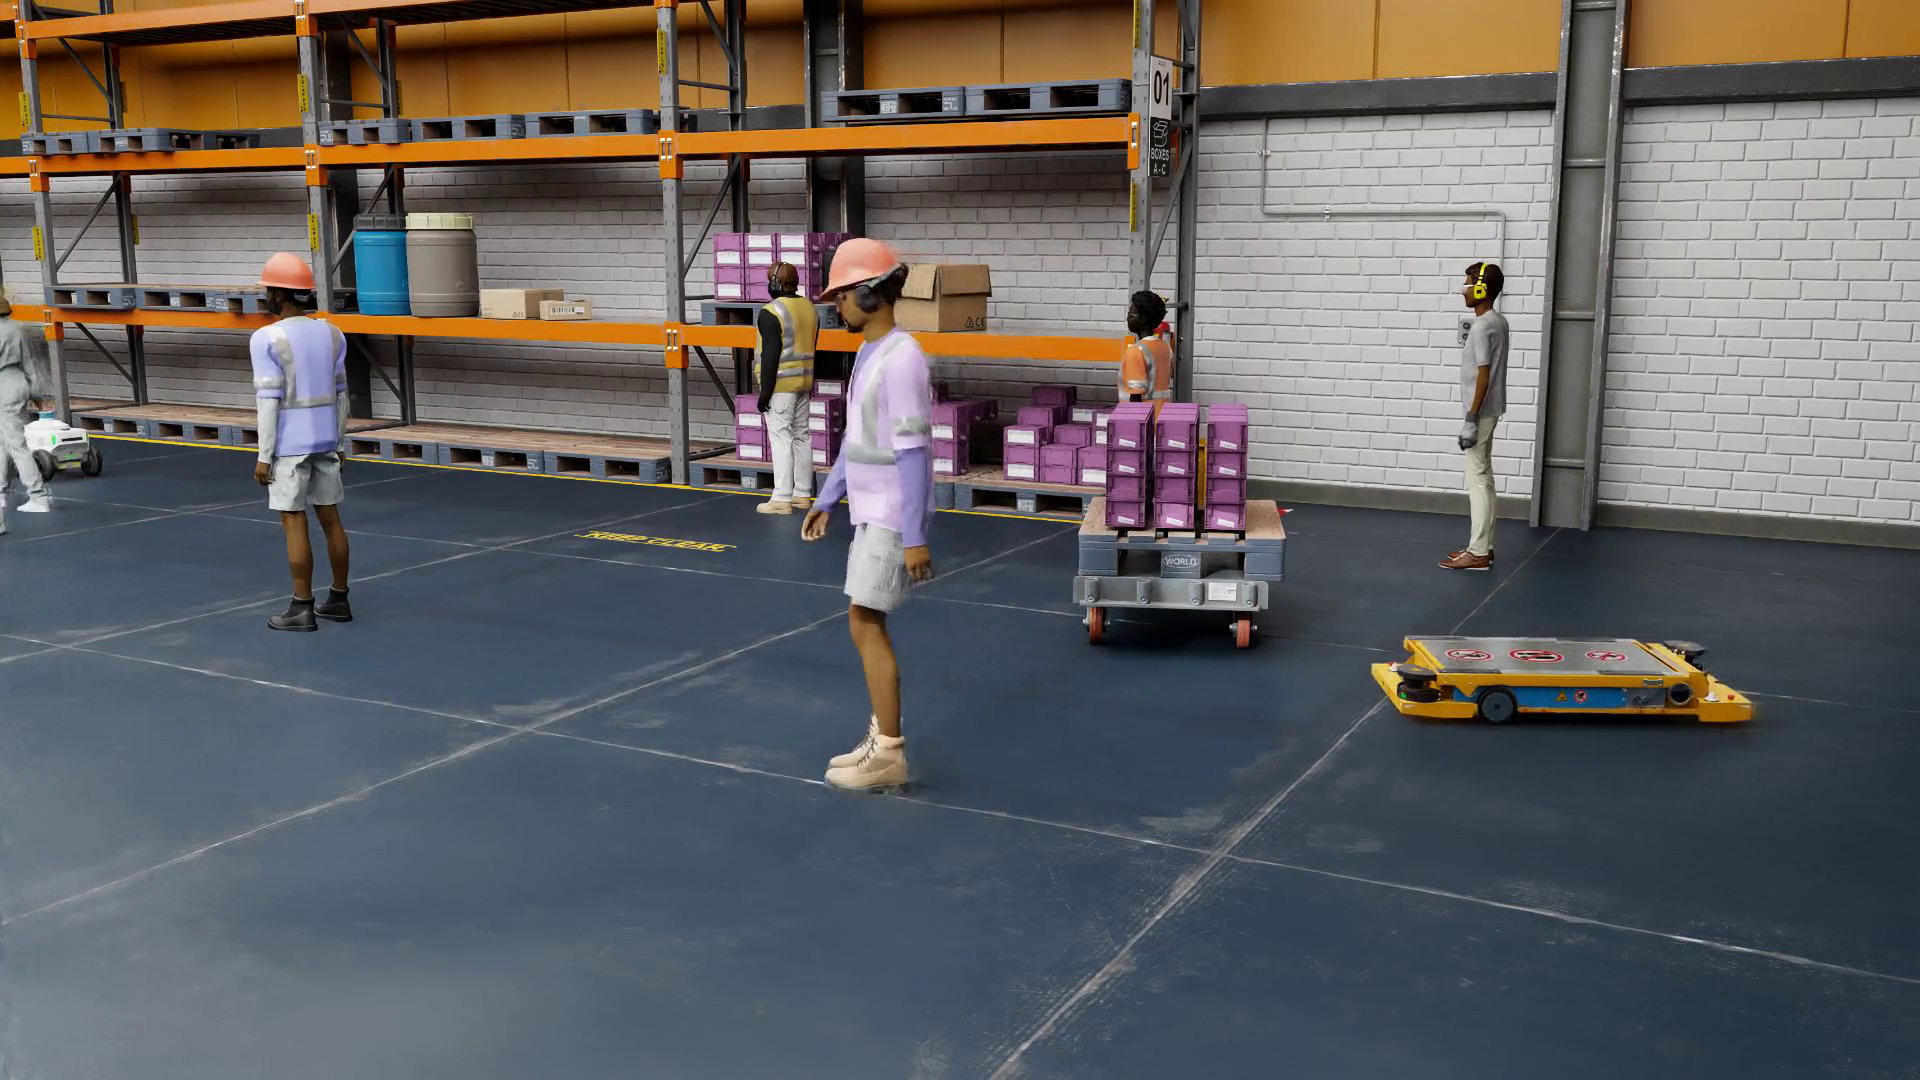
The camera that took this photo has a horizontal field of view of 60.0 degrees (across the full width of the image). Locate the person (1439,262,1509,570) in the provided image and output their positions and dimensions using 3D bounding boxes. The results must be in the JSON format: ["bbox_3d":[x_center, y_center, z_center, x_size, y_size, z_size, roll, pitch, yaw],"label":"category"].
[{"bbox_3d":[3.154,-0.750,10.153,0.322,1.871,0.531,5,12,27],"label":"person"}]

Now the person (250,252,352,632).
[{"bbox_3d":[-3.400,-0.497,8.569,0.345,1.942,0.551,5,12,27],"label":"person"}]

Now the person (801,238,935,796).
[{"bbox_3d":[-0.346,-0.089,6.135,0.496,2.007,0.648,-2,11,-13],"label":"person"}]

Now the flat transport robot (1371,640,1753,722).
[{"bbox_3d":[2.565,0.591,7.190,1.431,0.197,0.652,0,10,3],"label":"flat transport robot"}]

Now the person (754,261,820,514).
[{"bbox_3d":[-1.290,-1.114,12.228,0.429,1.843,0.632,5,12,27],"label":"person"}]

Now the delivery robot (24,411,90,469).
[{"bbox_3d":[-7.672,-0.839,13.993,0.707,0.478,0.477,6,12,31],"label":"delivery robot"}]

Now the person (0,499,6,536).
[{"bbox_3d":[-6.566,-0.772,11.002,0.581,1.593,0.450,5,12,27],"label":"person"}]

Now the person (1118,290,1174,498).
[{"bbox_3d":[1.132,-0.680,10.237,0.316,1.700,0.540,5,12,27],"label":"person"}]

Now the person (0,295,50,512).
[{"bbox_3d":[-7.099,-1.043,12.219,0.796,1.692,0.523,1,10,7],"label":"person"}]
